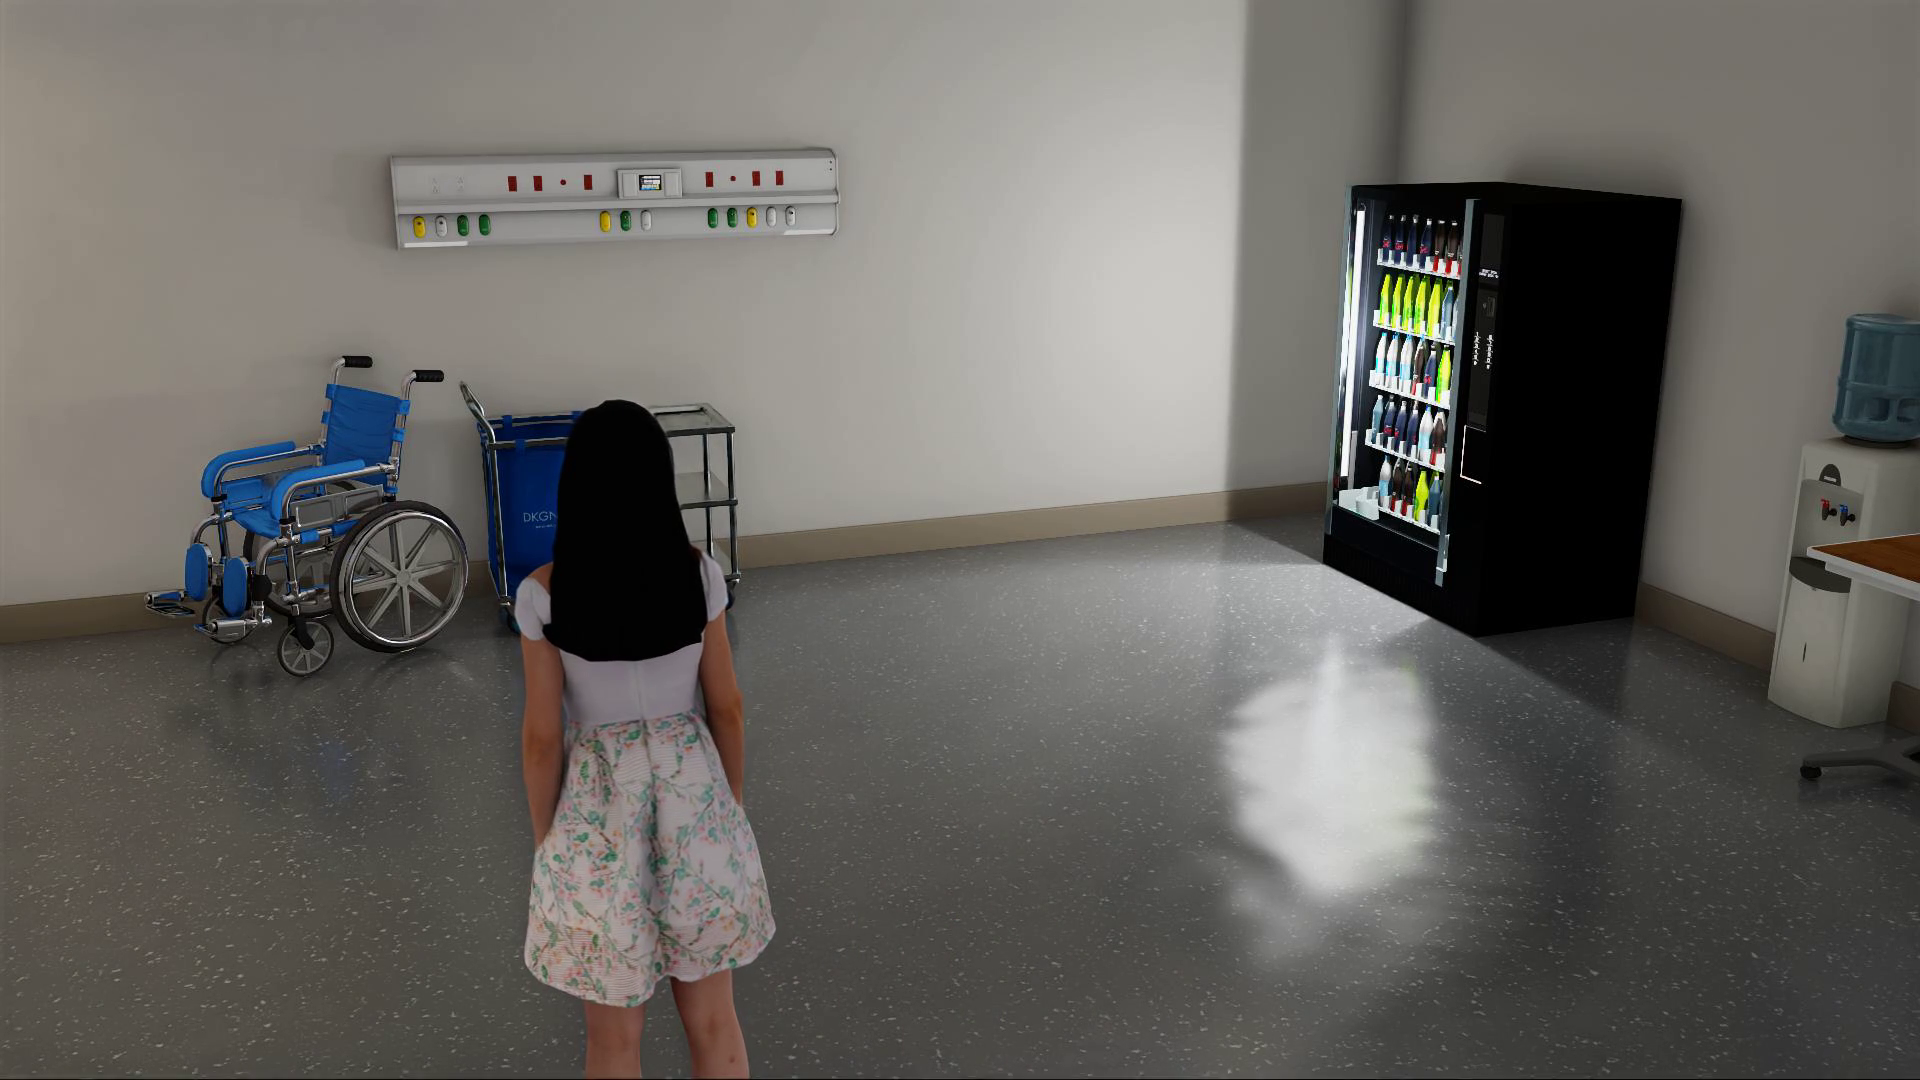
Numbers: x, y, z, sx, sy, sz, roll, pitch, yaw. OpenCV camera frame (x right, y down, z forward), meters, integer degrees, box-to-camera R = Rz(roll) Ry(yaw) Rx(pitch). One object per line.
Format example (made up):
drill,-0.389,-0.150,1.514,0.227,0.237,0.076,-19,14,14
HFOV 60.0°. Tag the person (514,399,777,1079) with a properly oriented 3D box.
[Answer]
person,-0.611,0.603,3.213,0.633,1.774,0.615,-5,17,-18
